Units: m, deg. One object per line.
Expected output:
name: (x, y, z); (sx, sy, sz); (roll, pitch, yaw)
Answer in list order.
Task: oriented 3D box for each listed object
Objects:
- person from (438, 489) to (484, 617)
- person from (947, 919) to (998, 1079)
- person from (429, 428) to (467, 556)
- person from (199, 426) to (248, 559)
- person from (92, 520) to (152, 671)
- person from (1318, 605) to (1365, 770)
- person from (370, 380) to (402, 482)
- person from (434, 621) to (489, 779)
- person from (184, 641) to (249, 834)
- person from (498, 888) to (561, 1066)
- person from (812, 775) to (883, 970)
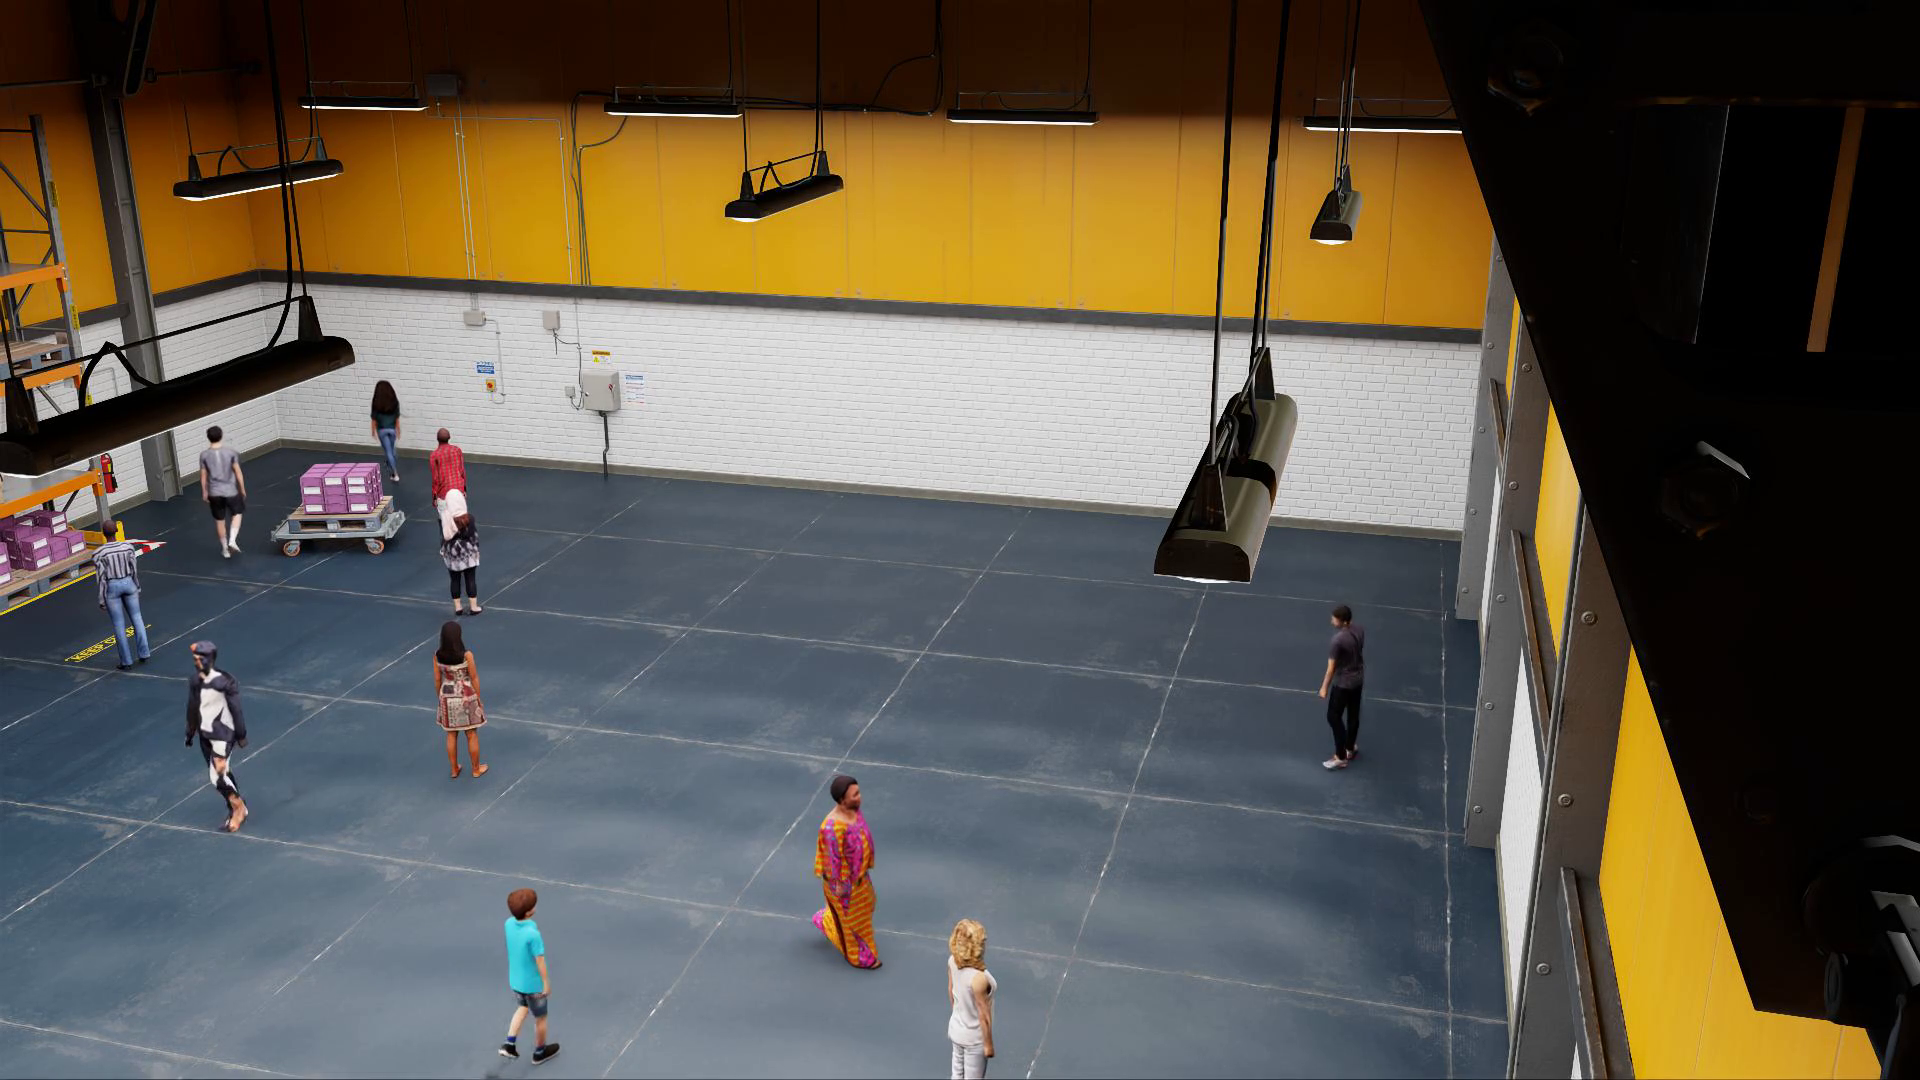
person: (-6.270, 0.152, 20.849); (0.704, 1.635, 0.711); (-1, 19, -2)
person: (0.059, 3.335, 11.341); (0.738, 1.671, 0.683); (-11, 22, -29)
person: (-7.069, -0.679, 23.027); (0.710, 1.820, 0.812); (-16, 24, -39)
person: (-10.100, -0.630, 22.817); (0.918, 1.861, 0.977); (-7, 20, -20)
person: (-9.686, 0.624, 19.195); (0.766, 1.795, 0.622); (15, 23, 37)
person: (3.961, 1.440, 16.869); (0.771, 1.734, 0.930); (-9, 21, -26)
person: (-9.100, -1.714, 26.469); (1.036, 1.584, 1.008); (-15, 24, -37)
person: (-5.001, 1.588, 16.572); (0.697, 1.644, 0.611); (1, 19, 2)
person: (-6.880, 1.805, 15.560); (0.747, 1.878, 0.716); (9, 21, 25)
person: (-3.200, 3.201, 12.102); (0.660, 1.438, 0.766); (13, 22, 33)
person: (-0.938, 2.635, 13.399); (0.744, 1.685, 0.835); (6, 20, 17)
